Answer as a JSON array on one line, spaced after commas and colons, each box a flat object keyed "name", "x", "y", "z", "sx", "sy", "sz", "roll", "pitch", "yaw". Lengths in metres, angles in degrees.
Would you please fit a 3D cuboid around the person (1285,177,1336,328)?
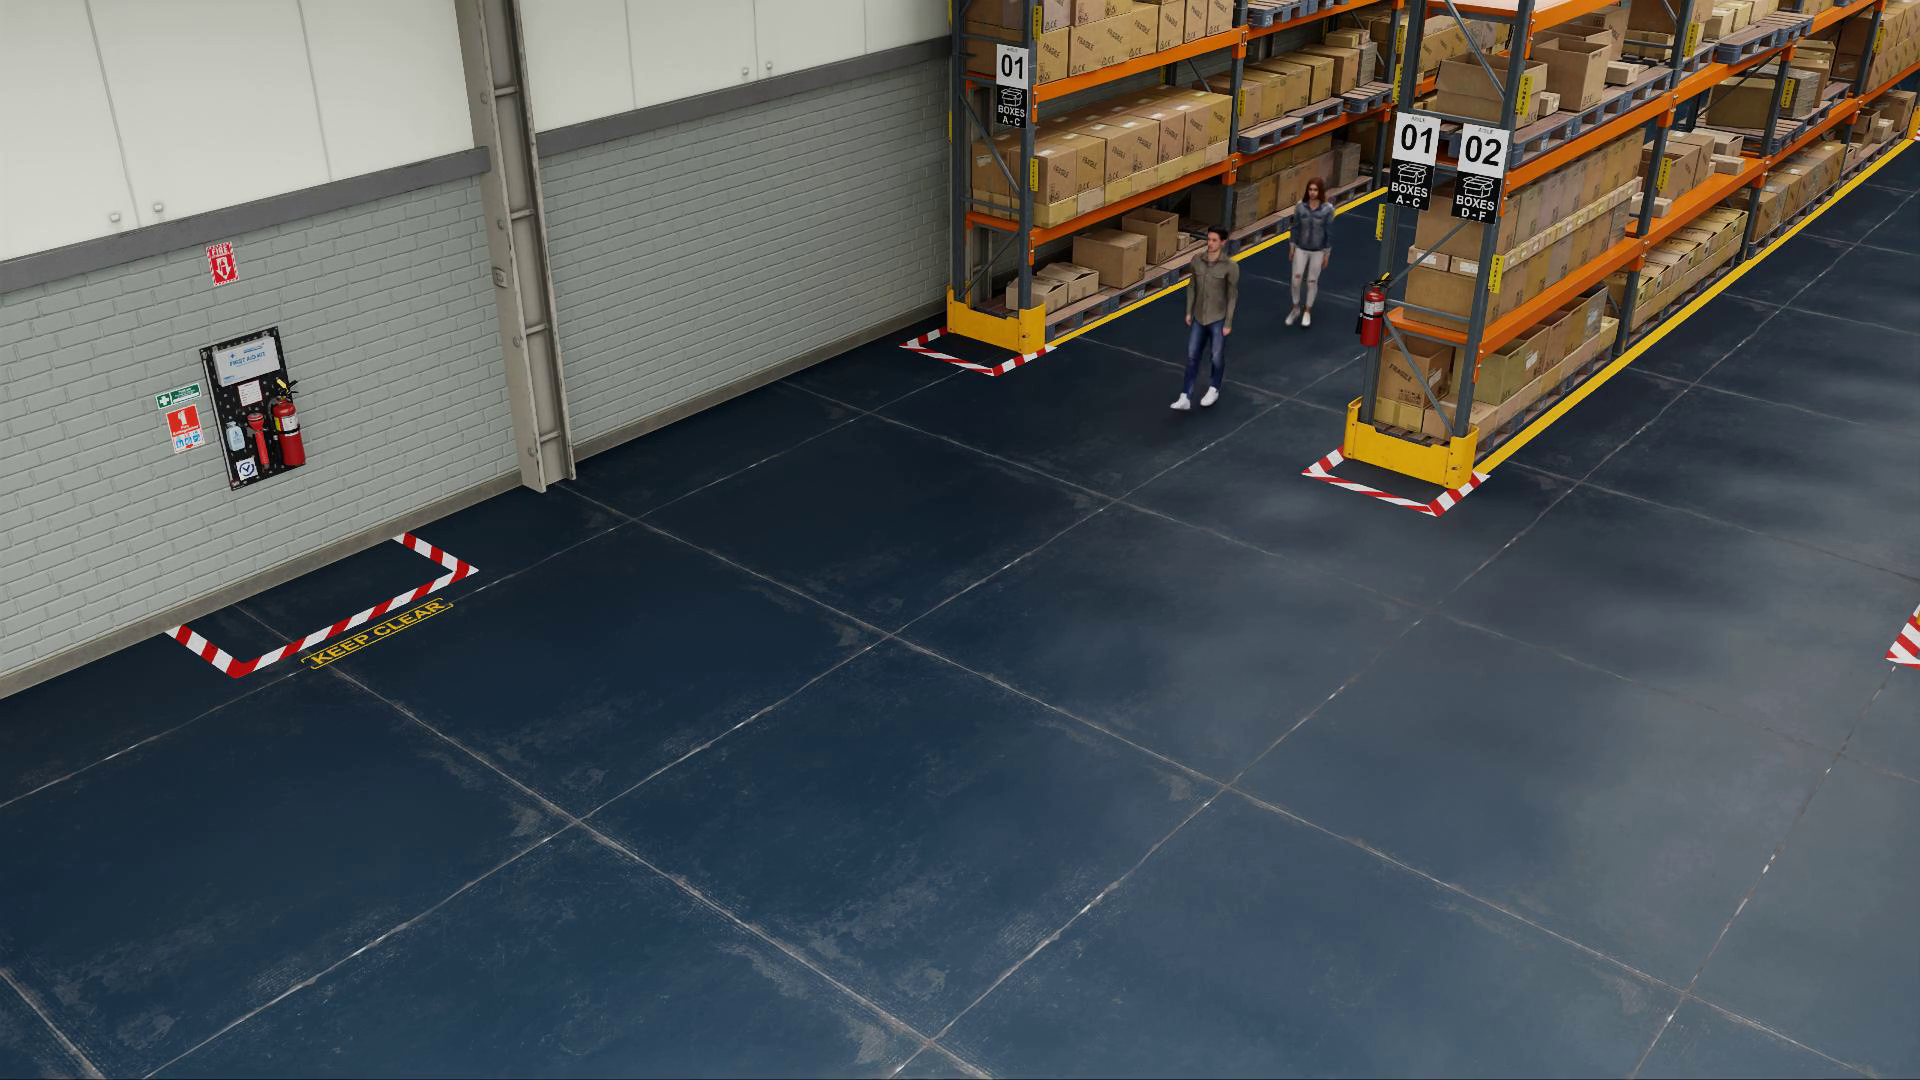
[{"name": "person", "x": 3.867, "y": -3.181, "z": 18.253, "sx": 0.724, "sy": 1.684, "sz": 0.718, "roll": 10, "pitch": 30, "yaw": 18}]

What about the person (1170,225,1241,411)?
[{"name": "person", "x": 2.493, "y": -2.184, "z": 16.212, "sx": 0.783, "sy": 1.844, "sz": 0.989, "roll": 17, "pitch": 33, "yaw": 29}]
